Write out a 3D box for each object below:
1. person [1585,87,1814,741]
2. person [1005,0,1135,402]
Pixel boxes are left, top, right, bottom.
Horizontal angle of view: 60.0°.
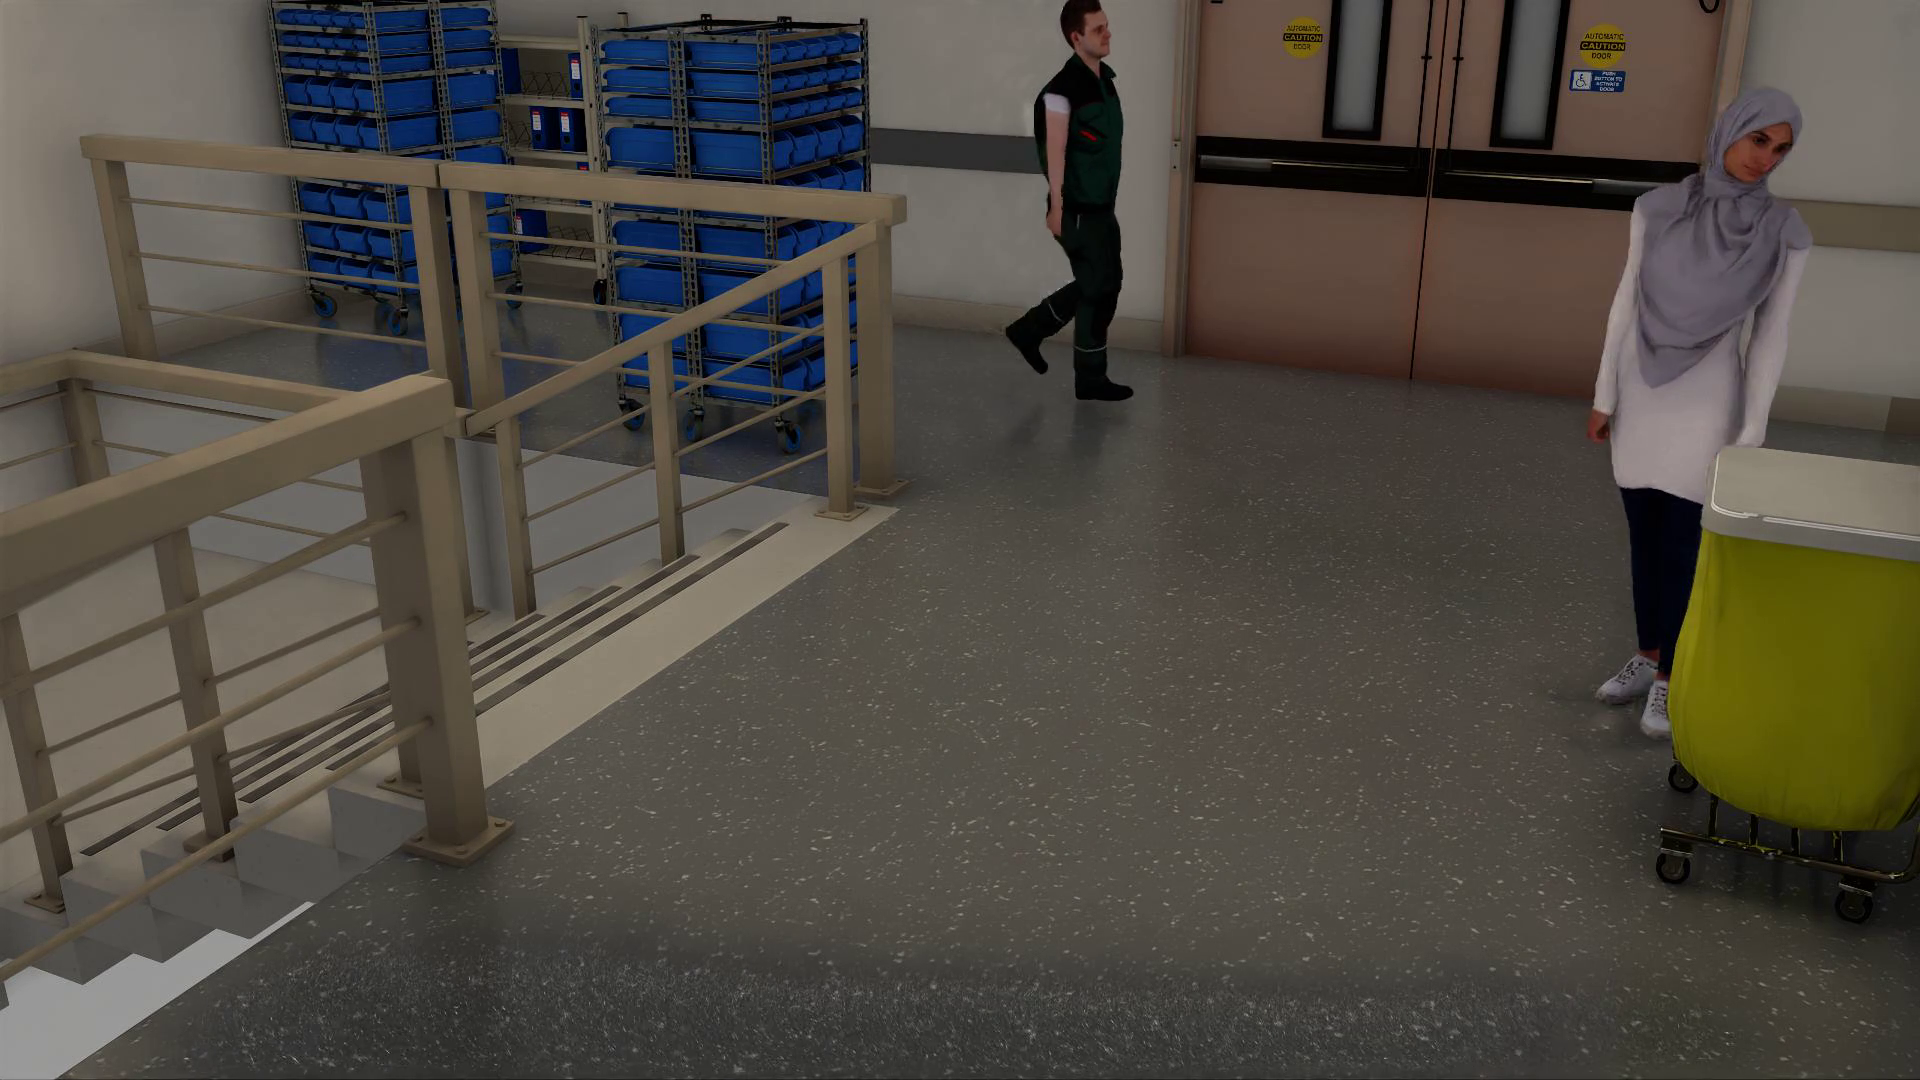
[{"bbox_3d":[1.962,-0.337,4.565,0.788,1.758,0.691,-11,23,-26],"label":"person"},{"bbox_3d":[0.512,-1.541,7.654,0.891,1.822,0.640,10,23,24],"label":"person"}]
